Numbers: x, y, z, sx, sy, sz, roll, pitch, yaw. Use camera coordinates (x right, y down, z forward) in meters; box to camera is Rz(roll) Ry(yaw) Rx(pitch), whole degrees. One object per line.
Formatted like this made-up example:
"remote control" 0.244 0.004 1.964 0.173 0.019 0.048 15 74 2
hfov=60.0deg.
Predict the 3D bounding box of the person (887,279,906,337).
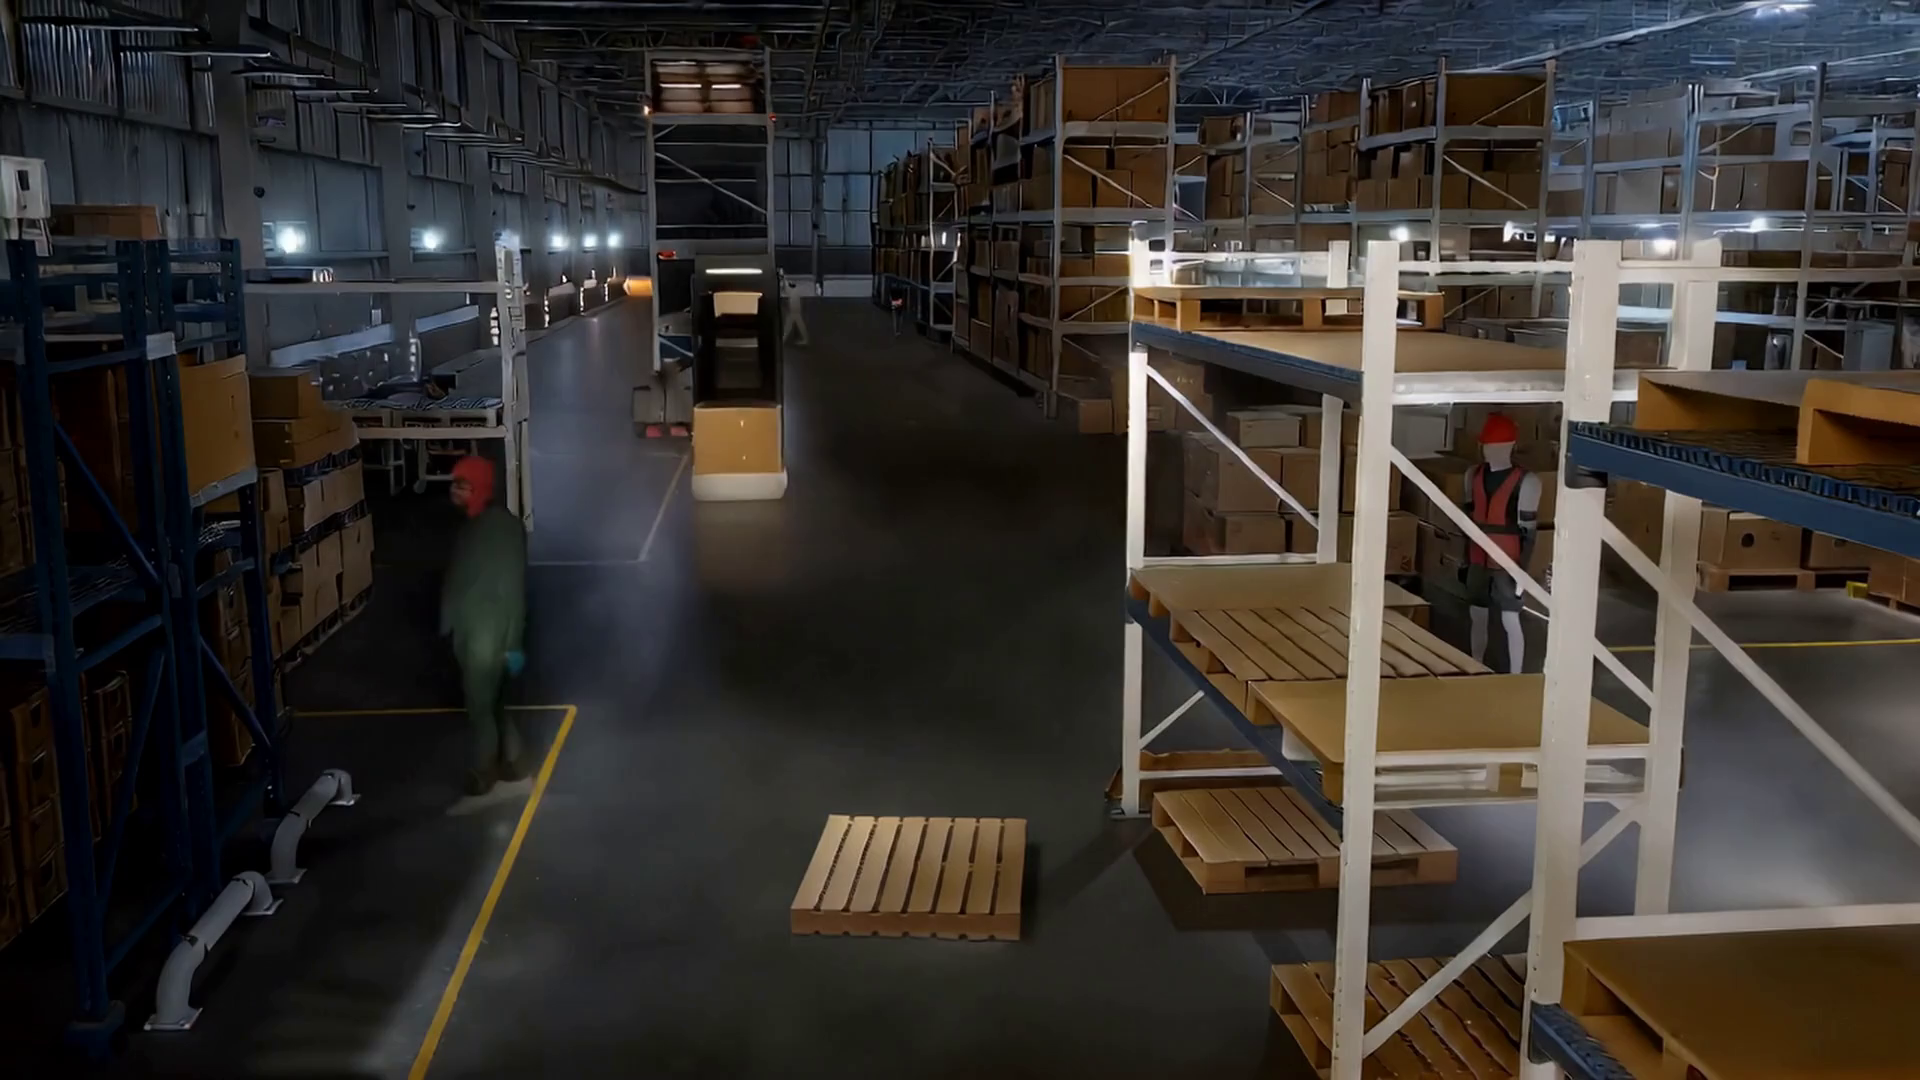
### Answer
"person" -1.989 -7.308 52.395 0.576 1.815 0.903 -1 10 -8

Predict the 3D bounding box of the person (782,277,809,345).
"person" -4.867 -6.648 48.362 1.047 1.939 0.614 1 10 7

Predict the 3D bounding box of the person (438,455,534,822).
"person" -2.540 0.504 8.784 0.544 1.929 0.653 -10 14 -43

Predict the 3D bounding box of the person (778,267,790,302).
"person" -8.707 -12.503 81.464 0.908 1.713 0.575 -1 10 -7

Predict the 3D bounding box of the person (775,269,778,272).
"person" -8.676 -11.902 77.657 0.418 1.884 0.671 2 10 11

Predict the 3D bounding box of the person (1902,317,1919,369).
"person" 15.201 -2.651 26.584 0.974 1.827 0.528 1 10 5

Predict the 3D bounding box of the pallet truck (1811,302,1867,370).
"pallet truck" 15.846 -3.142 28.793 1.885 1.965 0.823 2 10 12

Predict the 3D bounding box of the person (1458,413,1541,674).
"person" 3.485 0.133 10.858 0.391 1.929 0.543 -8 13 -39

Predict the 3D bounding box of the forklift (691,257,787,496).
"forklift" -2.692 -2.023 20.143 1.129 2.768 1.873 -1 10 -6
